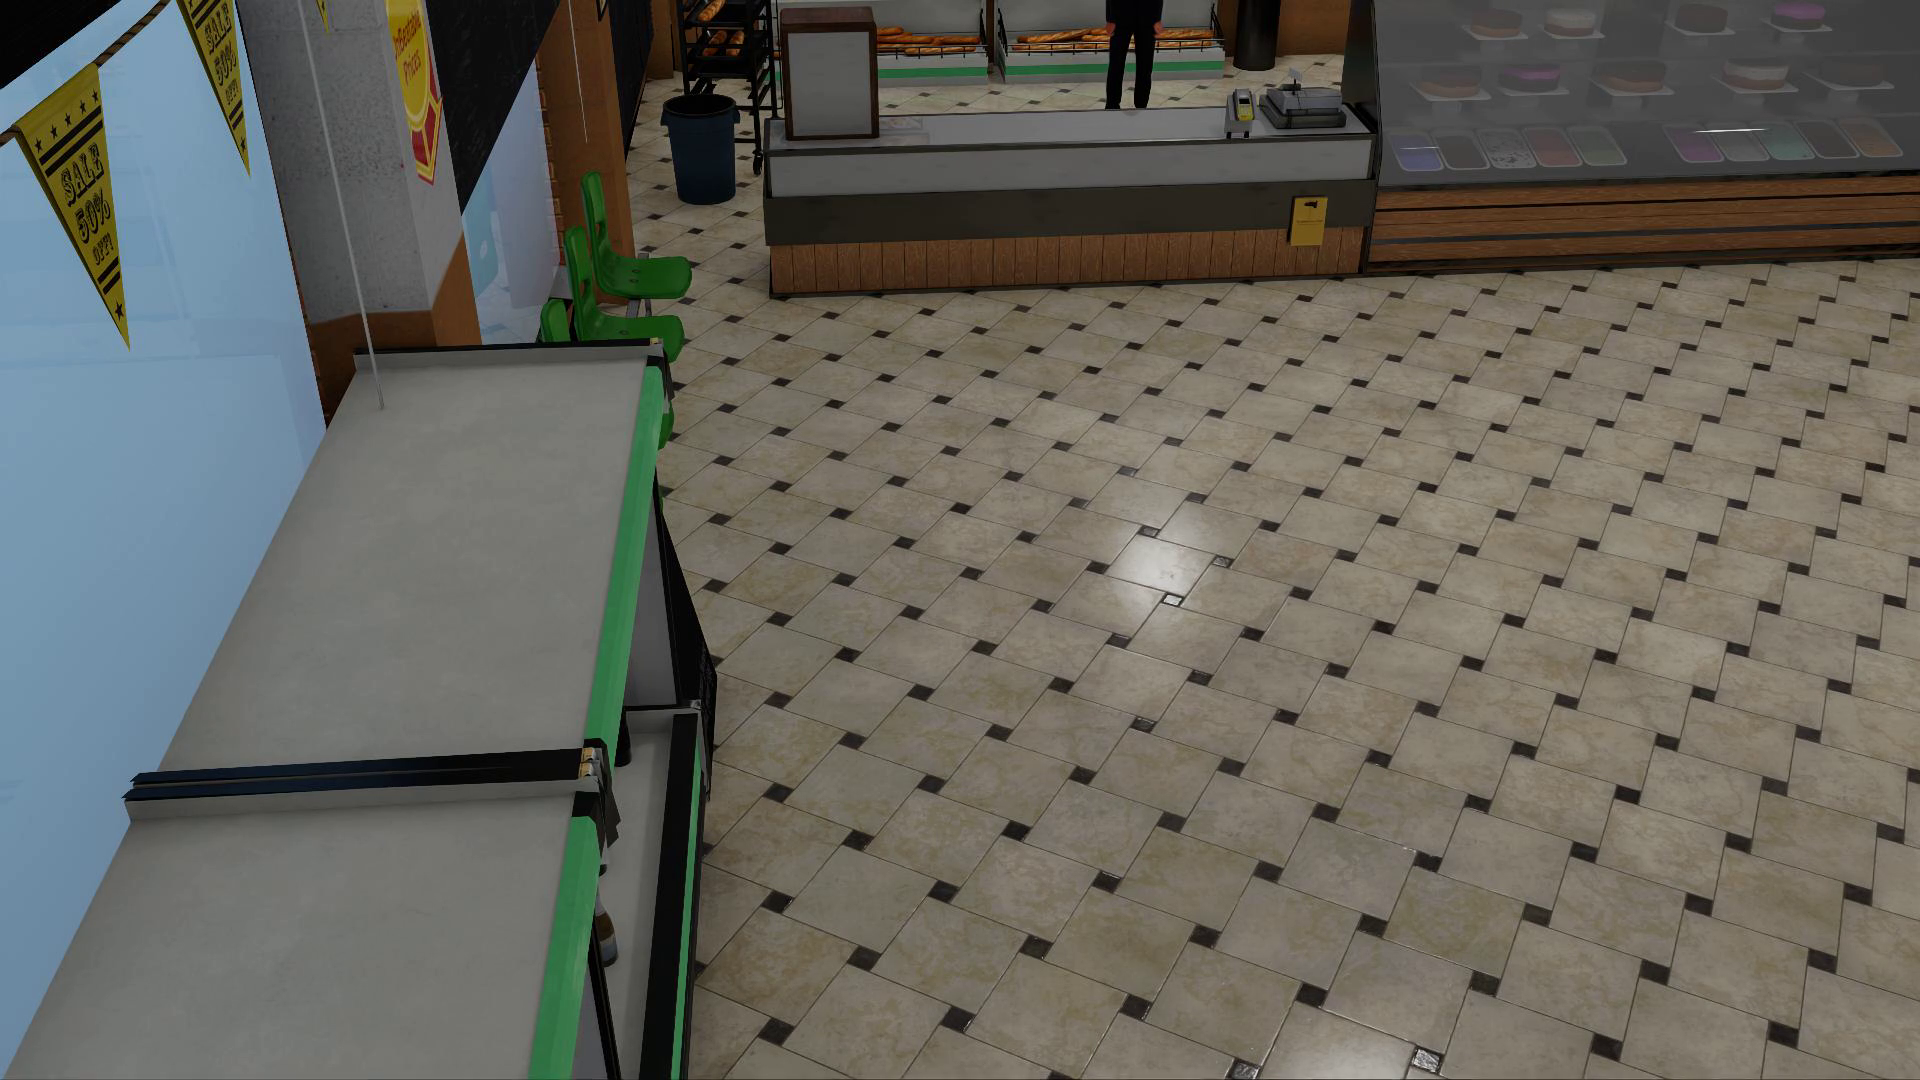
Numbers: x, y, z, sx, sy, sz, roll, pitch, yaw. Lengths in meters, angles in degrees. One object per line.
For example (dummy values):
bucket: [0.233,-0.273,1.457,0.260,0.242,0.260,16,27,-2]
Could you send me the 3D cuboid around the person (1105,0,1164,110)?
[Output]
person: [1.415,-4.247,13.480,0.614,1.868,0.567,-3,32,-4]
